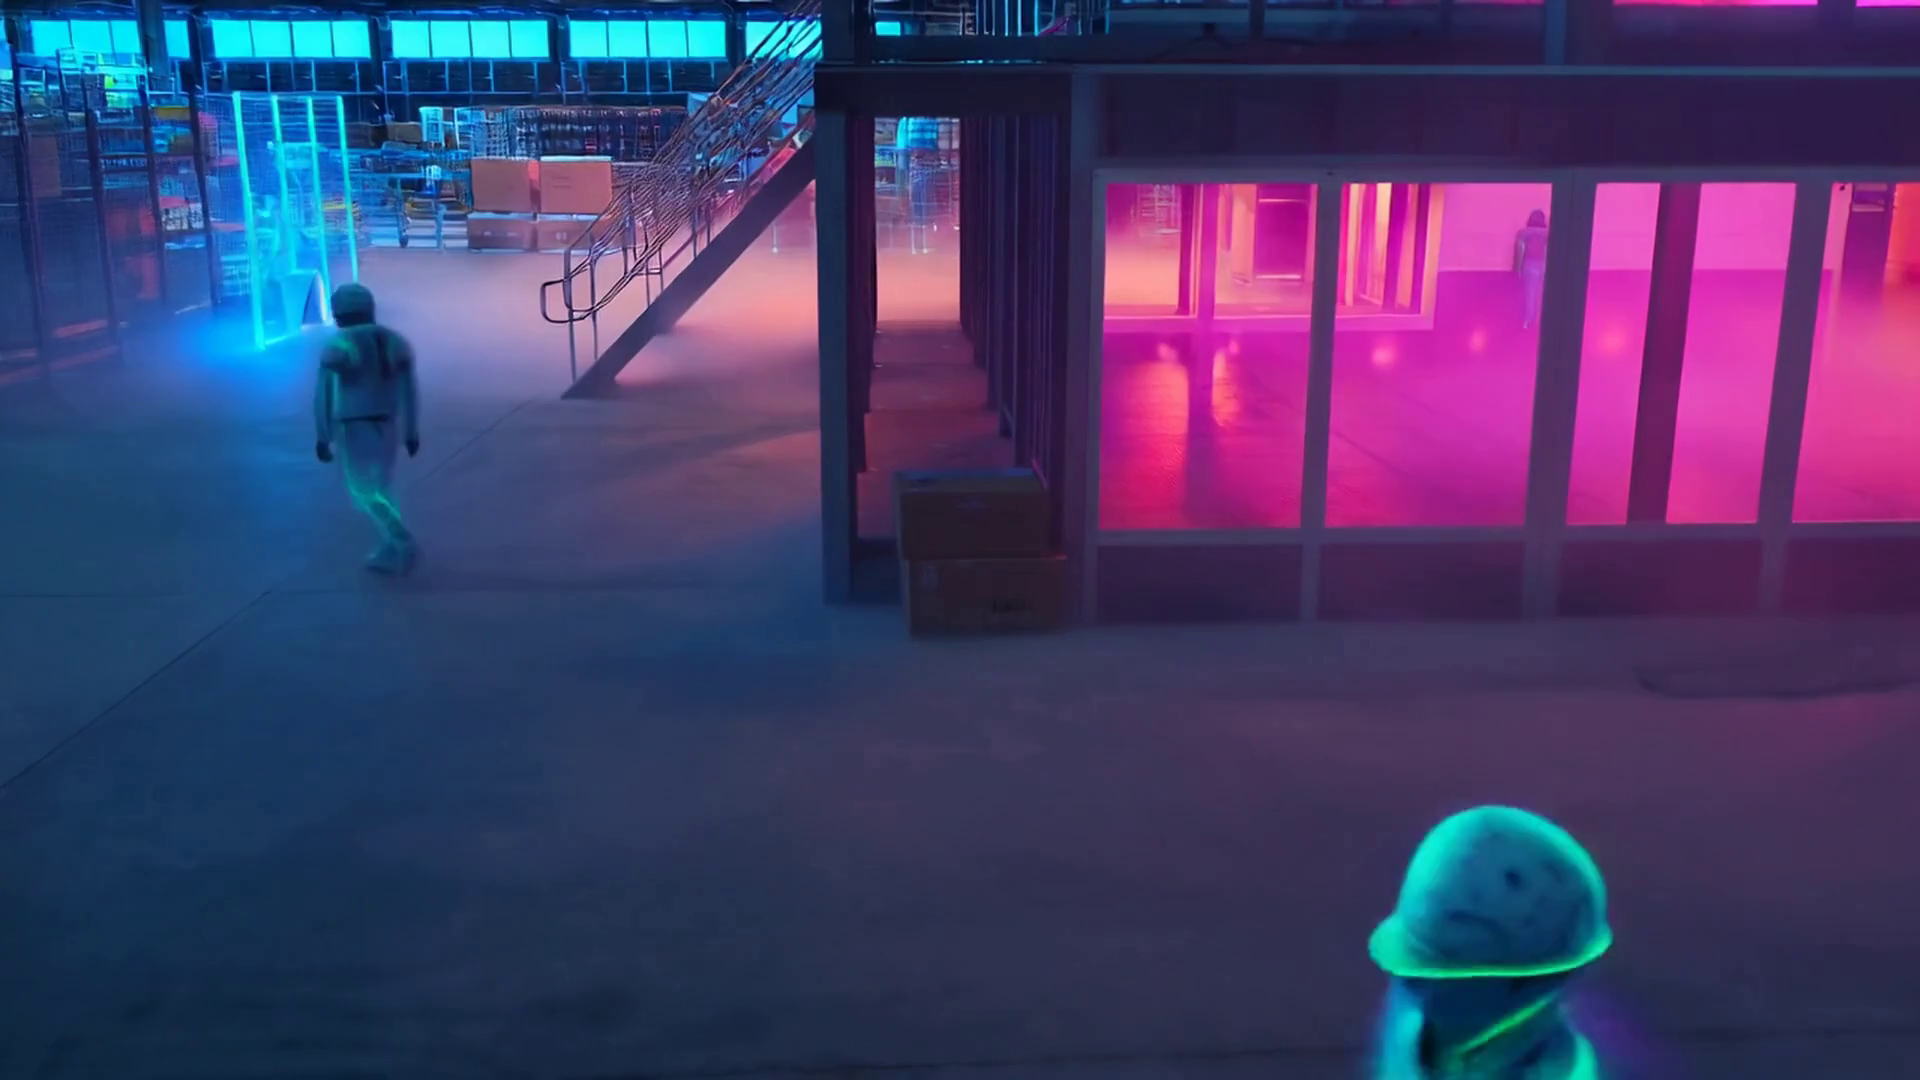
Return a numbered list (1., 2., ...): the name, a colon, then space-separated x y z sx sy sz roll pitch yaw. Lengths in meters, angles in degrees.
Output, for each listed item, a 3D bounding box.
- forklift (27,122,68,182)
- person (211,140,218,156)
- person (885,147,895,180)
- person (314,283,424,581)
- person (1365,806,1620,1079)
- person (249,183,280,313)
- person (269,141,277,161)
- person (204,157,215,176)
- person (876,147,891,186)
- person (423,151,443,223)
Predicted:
1. forklift: -35.376 -14.773 64.377 1.129 2.768 1.873 -1 14 -2
2. person: -38.338 -19.618 85.635 0.604 1.947 0.387 6 15 24
3. person: -3.244 -17.017 75.489 0.493 1.822 0.592 2 14 9
4. person: -3.558 -0.646 10.079 0.807 1.814 0.639 10 17 34
5. person: 0.658 1.264 2.246 0.572 1.906 0.622 -2 14 -10
6. person: -10.097 -4.267 24.387 0.903 1.907 0.549 -10 17 -34
7. person: -38.108 -21.210 92.254 0.438 1.830 0.627 -10 17 -34
8. person: -23.404 -11.046 51.801 0.525 1.737 0.786 1 14 4
9. person: -3.254 -16.367 72.776 0.673 1.872 0.878 -13 19 -42
10. person: -13.848 -9.220 43.915 0.609 2.032 0.411 7 16 27
